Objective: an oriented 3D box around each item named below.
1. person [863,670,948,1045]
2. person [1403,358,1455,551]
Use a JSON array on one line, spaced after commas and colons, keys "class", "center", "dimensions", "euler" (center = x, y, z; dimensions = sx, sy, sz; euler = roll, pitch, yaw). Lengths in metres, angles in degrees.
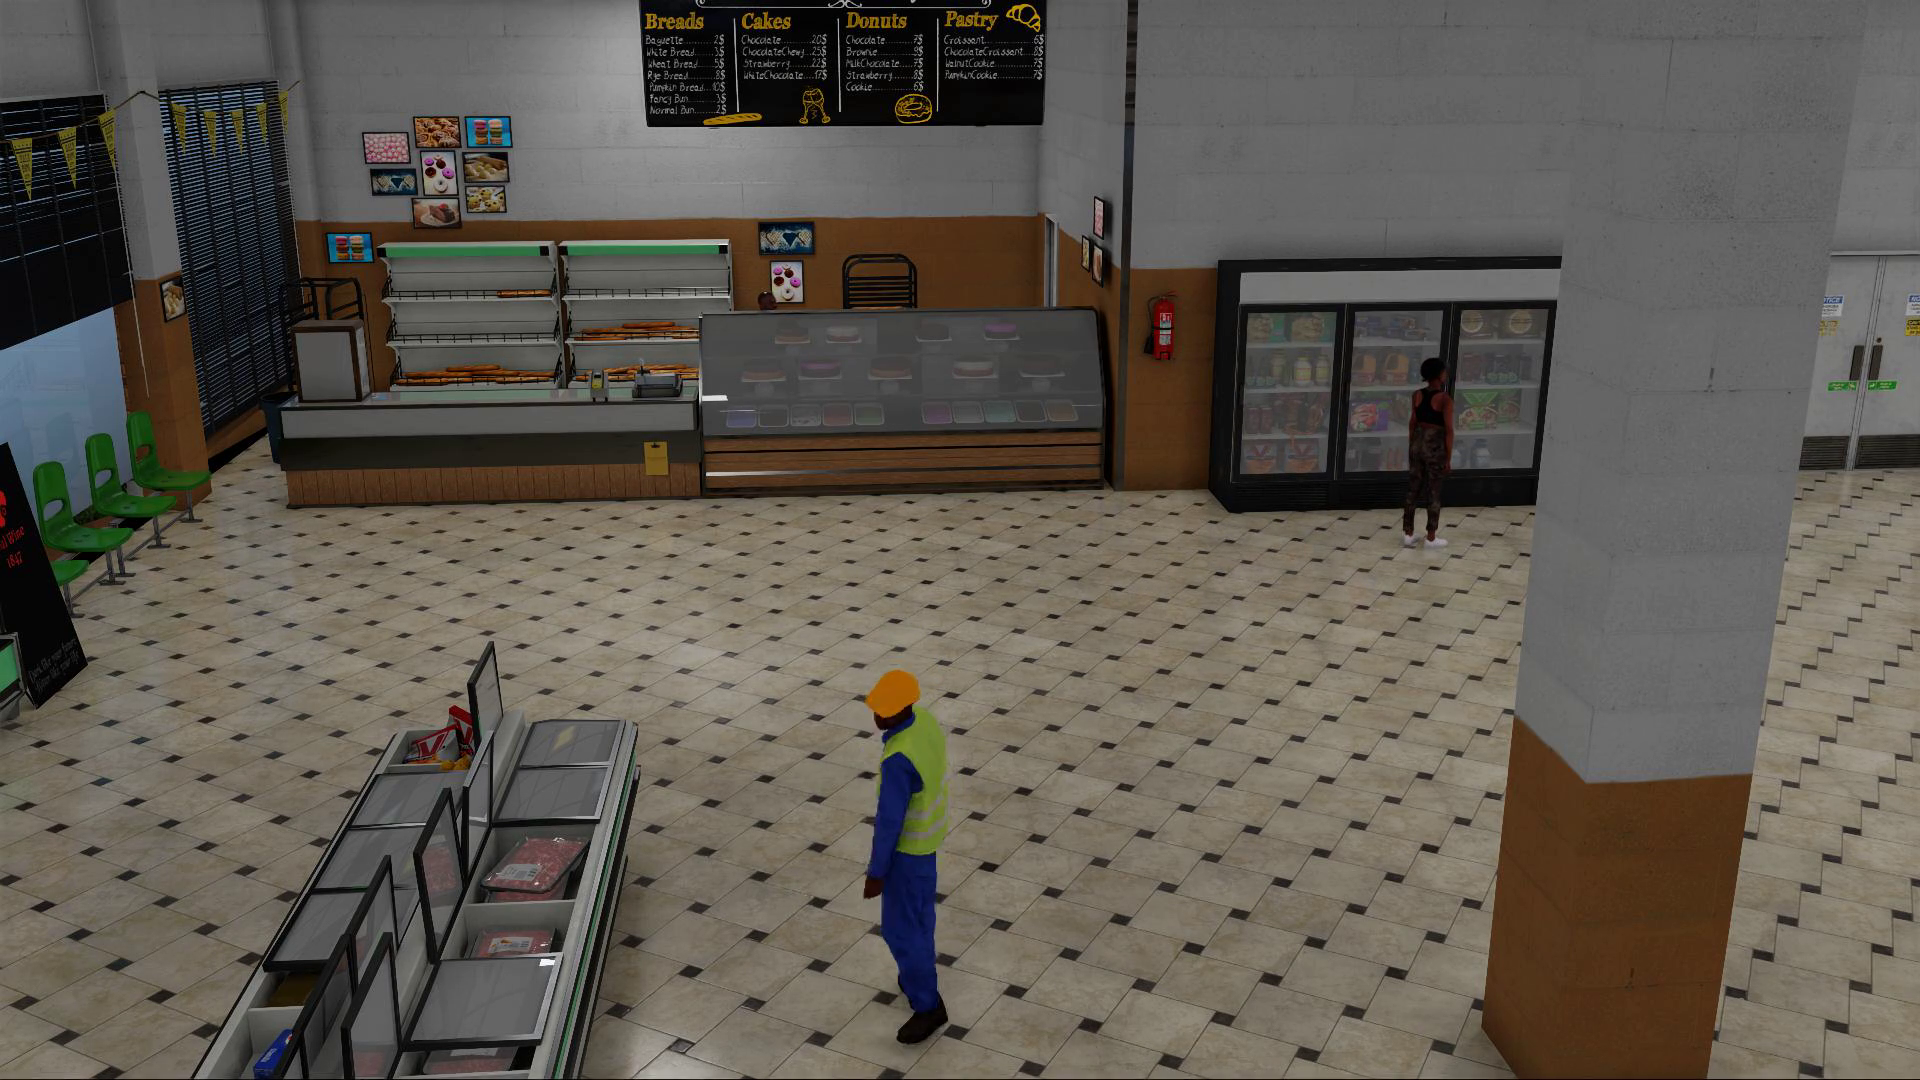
[{"class": "person", "center": [-0.215, 1.354, 7.588], "dimensions": [0.893, 1.775, 0.659], "euler": [9, 19, 27]}, {"class": "person", "center": [4.143, -0.773, 14.722], "dimensions": [0.718, 1.699, 0.637], "euler": [-16, 23, -41]}]
